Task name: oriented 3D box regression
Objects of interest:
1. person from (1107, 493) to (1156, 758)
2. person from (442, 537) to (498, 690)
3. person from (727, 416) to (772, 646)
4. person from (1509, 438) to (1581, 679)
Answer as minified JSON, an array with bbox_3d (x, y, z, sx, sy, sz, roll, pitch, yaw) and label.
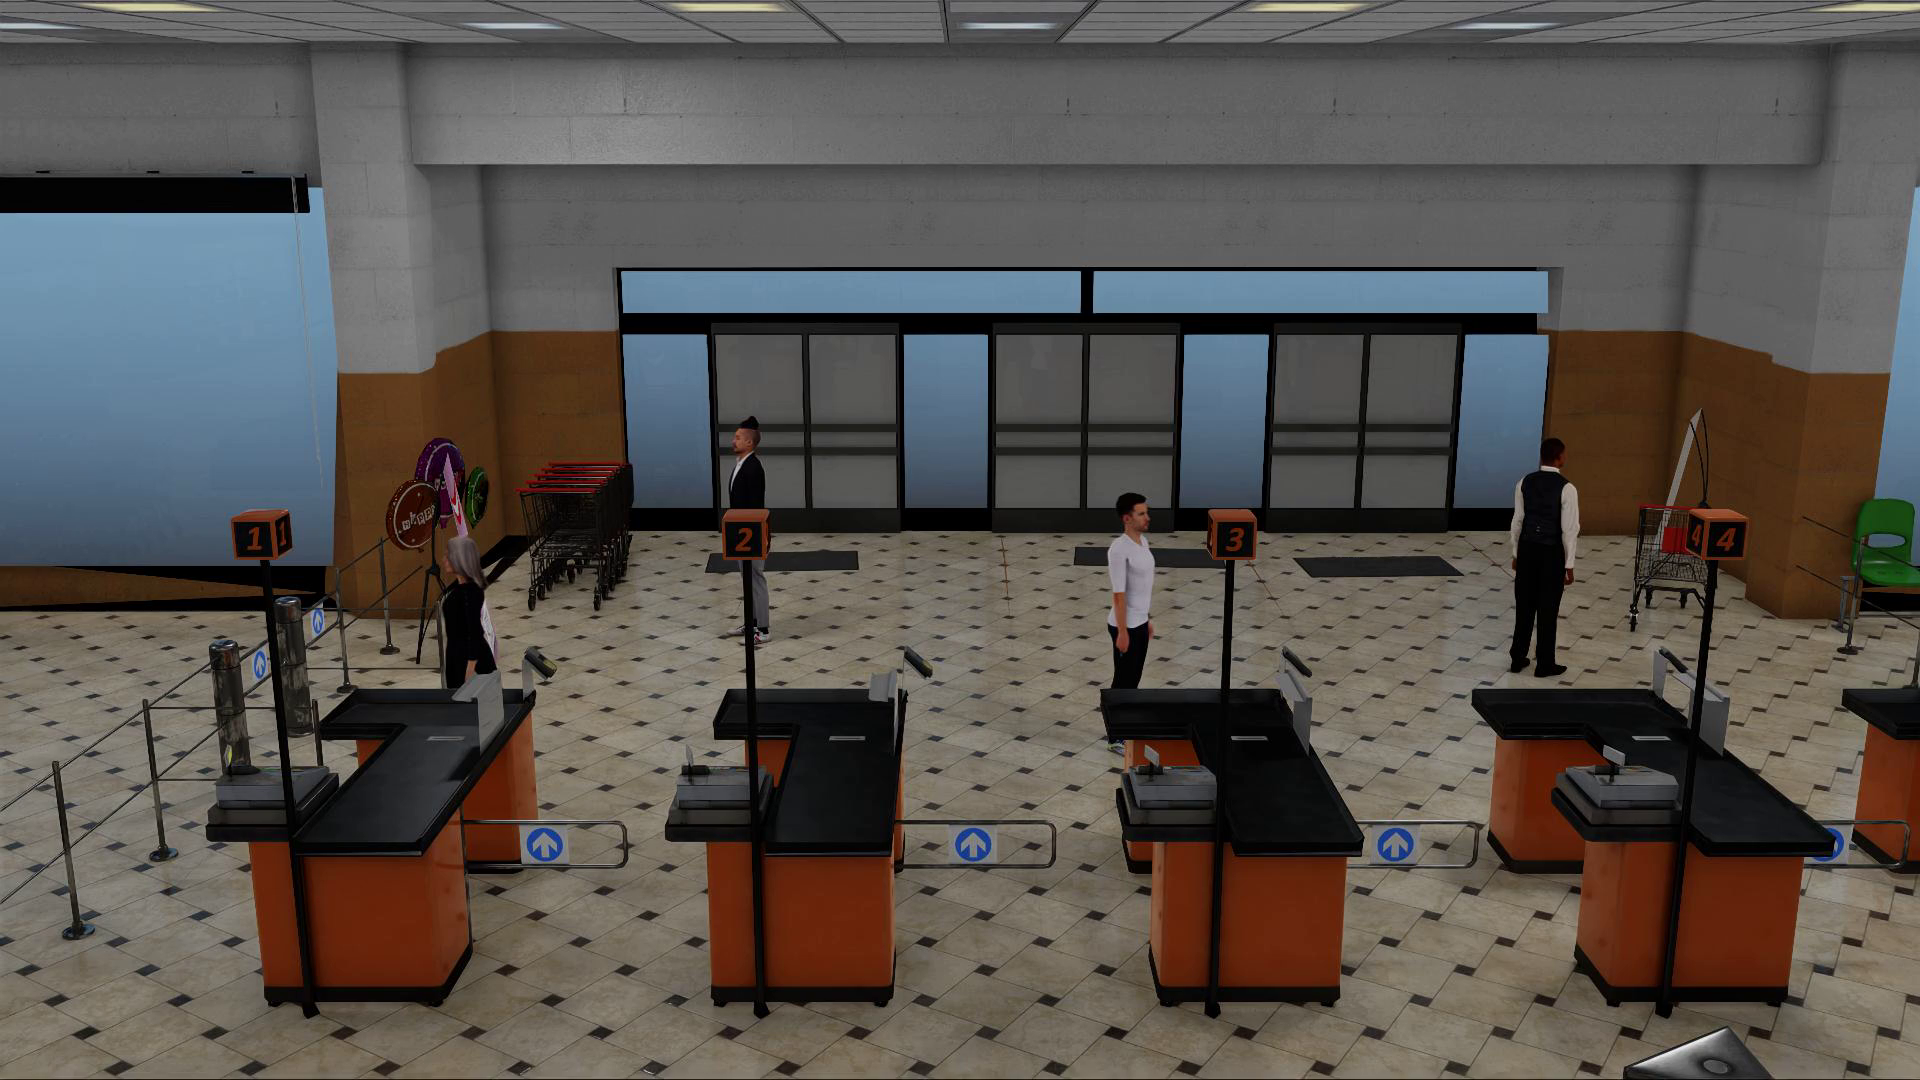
[{"bbox_3d":[1.184,0.574,11.650,0.814,1.851,0.684,7,15,28],"label":"person"},{"bbox_3d":[-3.196,0.824,10.842,0.745,1.746,0.630,-6,15,-22],"label":"person"},{"bbox_3d":[-1.784,-0.092,14.184,0.847,1.949,0.691,-6,15,-23],"label":"person"},{"bbox_3d":[4.664,0.130,13.341,0.834,1.917,0.768,-13,19,-42],"label":"person"}]
